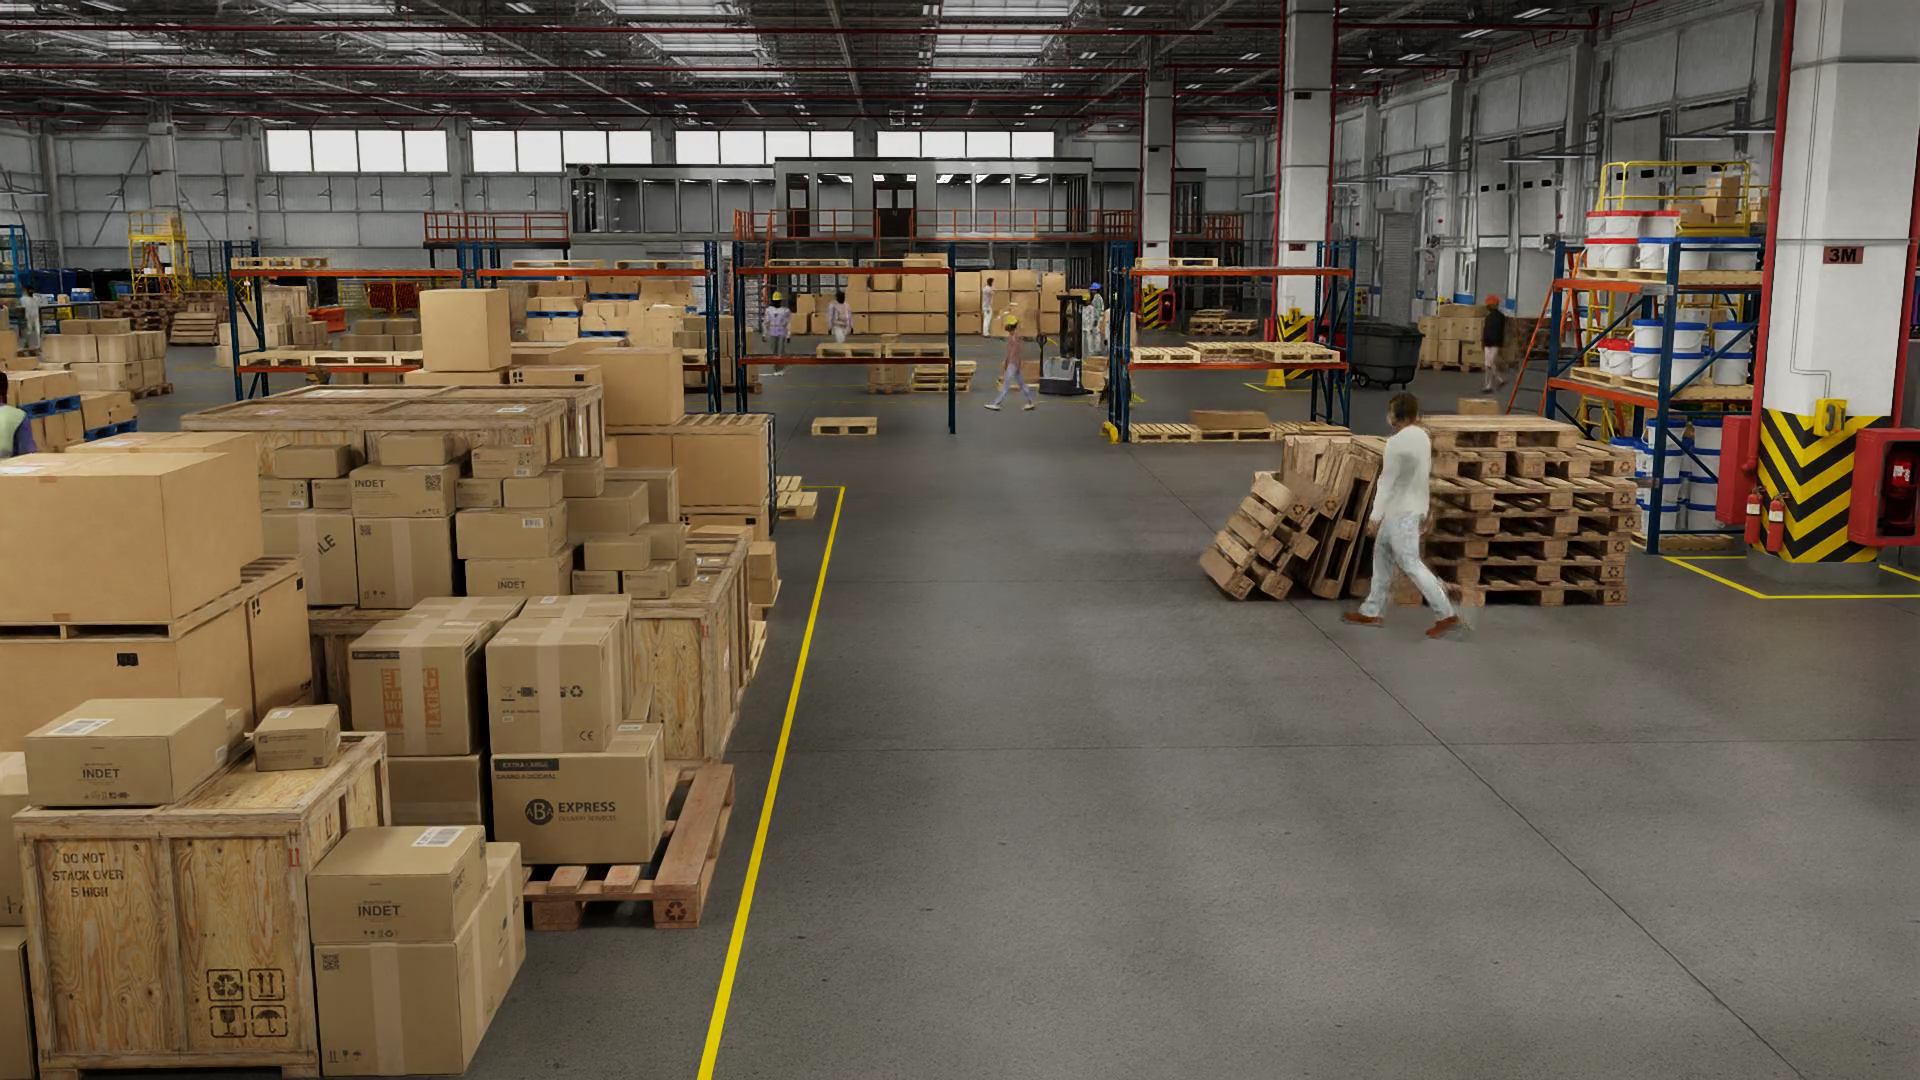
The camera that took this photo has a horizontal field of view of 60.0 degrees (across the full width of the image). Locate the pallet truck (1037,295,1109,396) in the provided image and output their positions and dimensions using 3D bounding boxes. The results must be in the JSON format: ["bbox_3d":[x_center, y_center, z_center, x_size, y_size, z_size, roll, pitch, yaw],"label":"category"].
[{"bbox_3d":[2.483,-3.881,33.060,1.885,1.965,0.823,-7,13,-36],"label":"pallet truck"}]

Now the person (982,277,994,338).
[{"bbox_3d":[0.889,-7.305,52.347,0.369,1.932,0.623,-1,10,-3],"label":"person"}]

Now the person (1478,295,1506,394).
[{"bbox_3d":[10.603,-3.887,33.147,0.445,1.977,0.645,-3,10,-14],"label":"person"}]

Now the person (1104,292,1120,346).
[{"bbox_3d":[3.426,-4.505,36.776,0.587,1.919,0.402,-7,12,-33],"label":"person"}]

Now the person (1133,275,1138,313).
[{"bbox_3d":[6.802,-9.656,65.241,0.617,1.994,0.381,-8,13,-37],"label":"person"}]

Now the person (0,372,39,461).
[{"bbox_3d":[-8.511,-0.567,14.881,0.636,1.890,0.779,0,10,-2],"label":"person"}]

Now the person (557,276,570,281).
[{"bbox_3d":[-17.501,-11.051,73.482,0.582,1.826,1.024,-1,10,-7],"label":"person"}]

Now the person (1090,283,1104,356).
[{"bbox_3d":[3.623,-5.868,44.270,0.402,1.945,0.614,1,10,4],"label":"person"}]

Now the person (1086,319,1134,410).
[{"bbox_3d":[2.746,-3.168,30.033,0.892,1.643,0.546,2,10,9],"label":"person"}]

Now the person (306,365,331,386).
[{"bbox_3d":[-6.238,-0.809,16.389,0.505,1.840,0.347,3,11,17],"label":"person"}]

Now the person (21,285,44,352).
[{"bbox_3d":[-25.646,-6.120,45.966,0.601,1.855,0.521,9,14,42],"label":"person"}]

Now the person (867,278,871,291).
[{"bbox_3d":[-3.226,-8.356,58.568,0.951,1.794,0.637,-2,10,-13],"label":"person"}]

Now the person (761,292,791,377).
[{"bbox_3d":[-4.157,-4.639,37.535,0.619,1.909,0.586,2,10,11],"label":"person"}]

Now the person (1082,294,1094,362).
[{"bbox_3d":[3.161,-5.340,41.933,0.493,1.735,0.338,8,13,38],"label":"person"}]

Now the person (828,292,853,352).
[{"bbox_3d":[-2.947,-5.298,41.539,0.644,1.792,0.949,-9,14,-43],"label":"person"}]

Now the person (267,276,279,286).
[{"bbox_3d":[-21.269,-7.230,51.587,0.605,2.045,0.385,-2,10,-9],"label":"person"}]

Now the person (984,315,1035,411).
[{"bbox_3d":[0.931,-3.177,29.918,0.928,1.716,0.543,-1,10,-3],"label":"person"}]

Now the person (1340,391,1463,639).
[{"bbox_3d":[3.463,-0.198,12.840,0.974,1.903,0.631,6,12,30],"label":"person"}]
